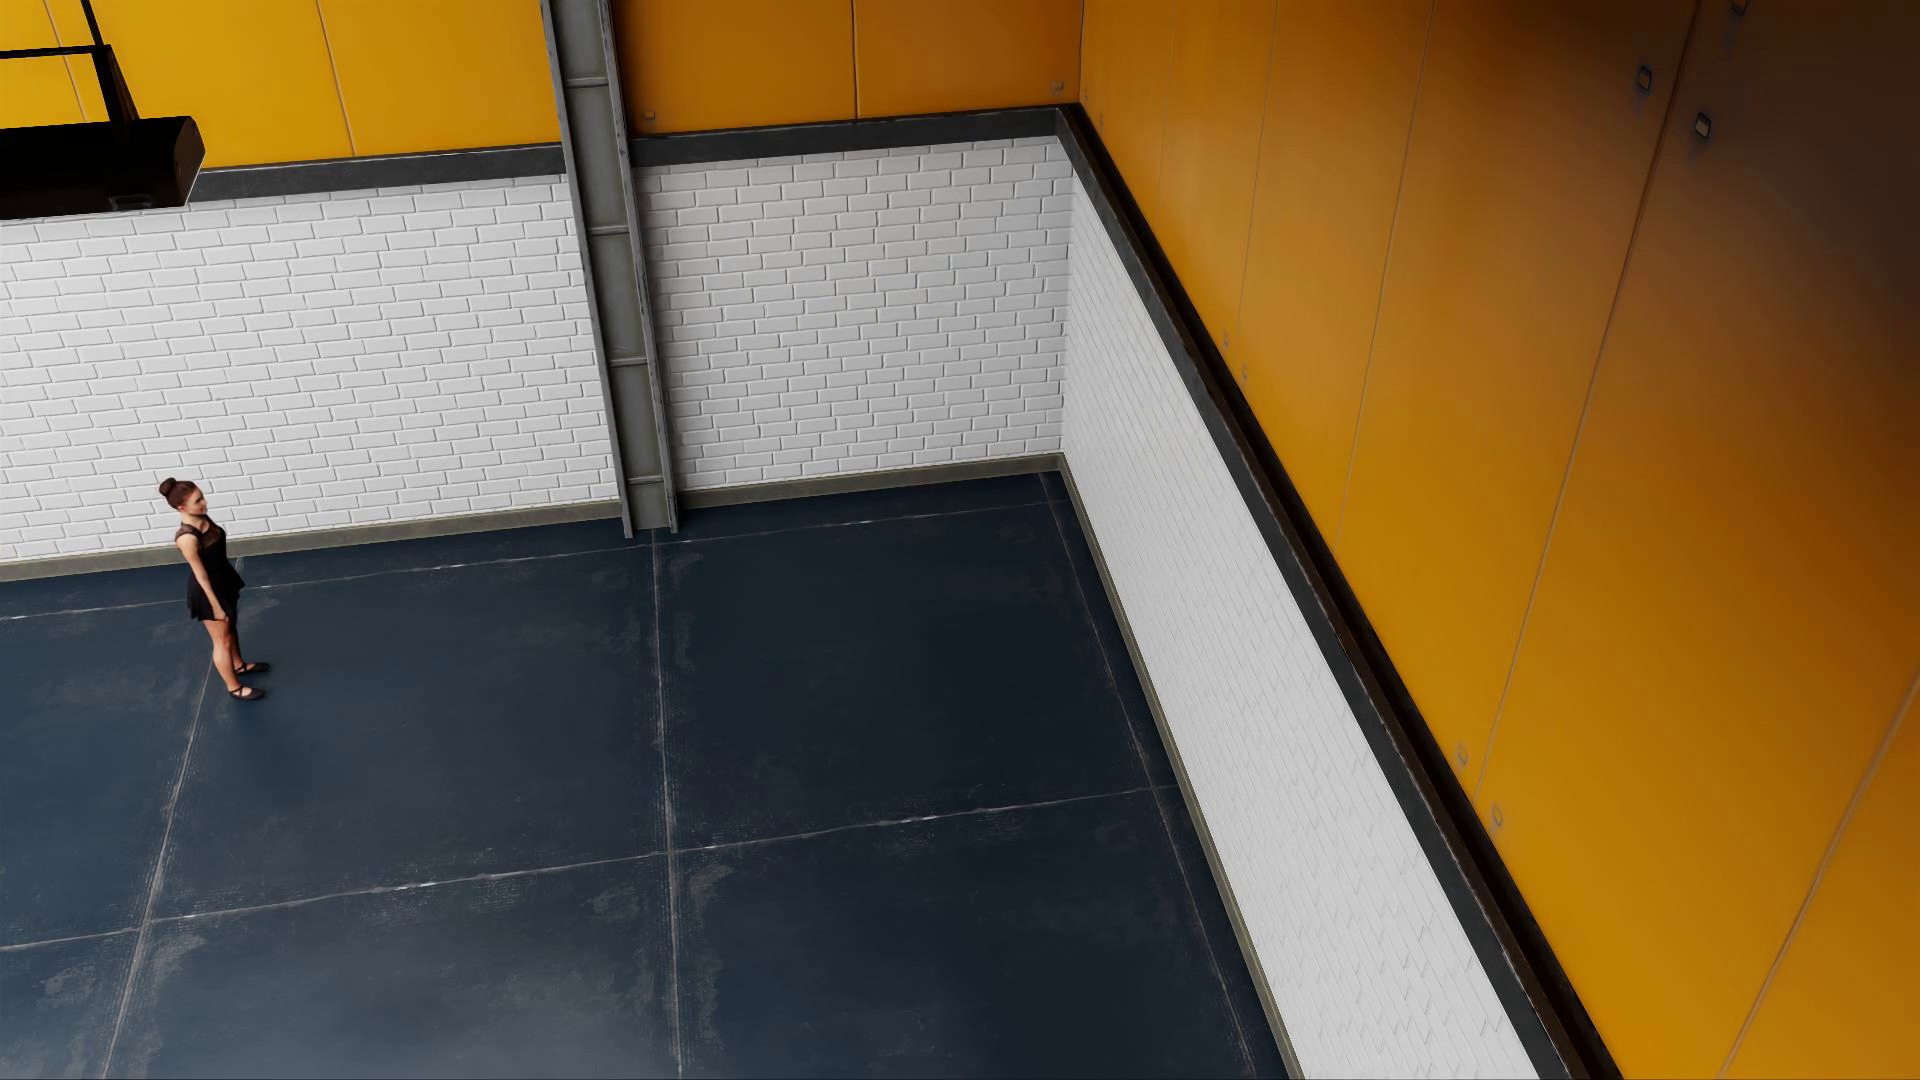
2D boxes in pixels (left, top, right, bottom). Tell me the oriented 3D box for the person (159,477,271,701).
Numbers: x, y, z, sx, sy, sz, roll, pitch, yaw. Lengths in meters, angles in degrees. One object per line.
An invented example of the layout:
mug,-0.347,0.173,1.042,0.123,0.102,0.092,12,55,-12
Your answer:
person,-4.769,0.293,10.634,0.546,1.674,0.564,-6,39,-8
